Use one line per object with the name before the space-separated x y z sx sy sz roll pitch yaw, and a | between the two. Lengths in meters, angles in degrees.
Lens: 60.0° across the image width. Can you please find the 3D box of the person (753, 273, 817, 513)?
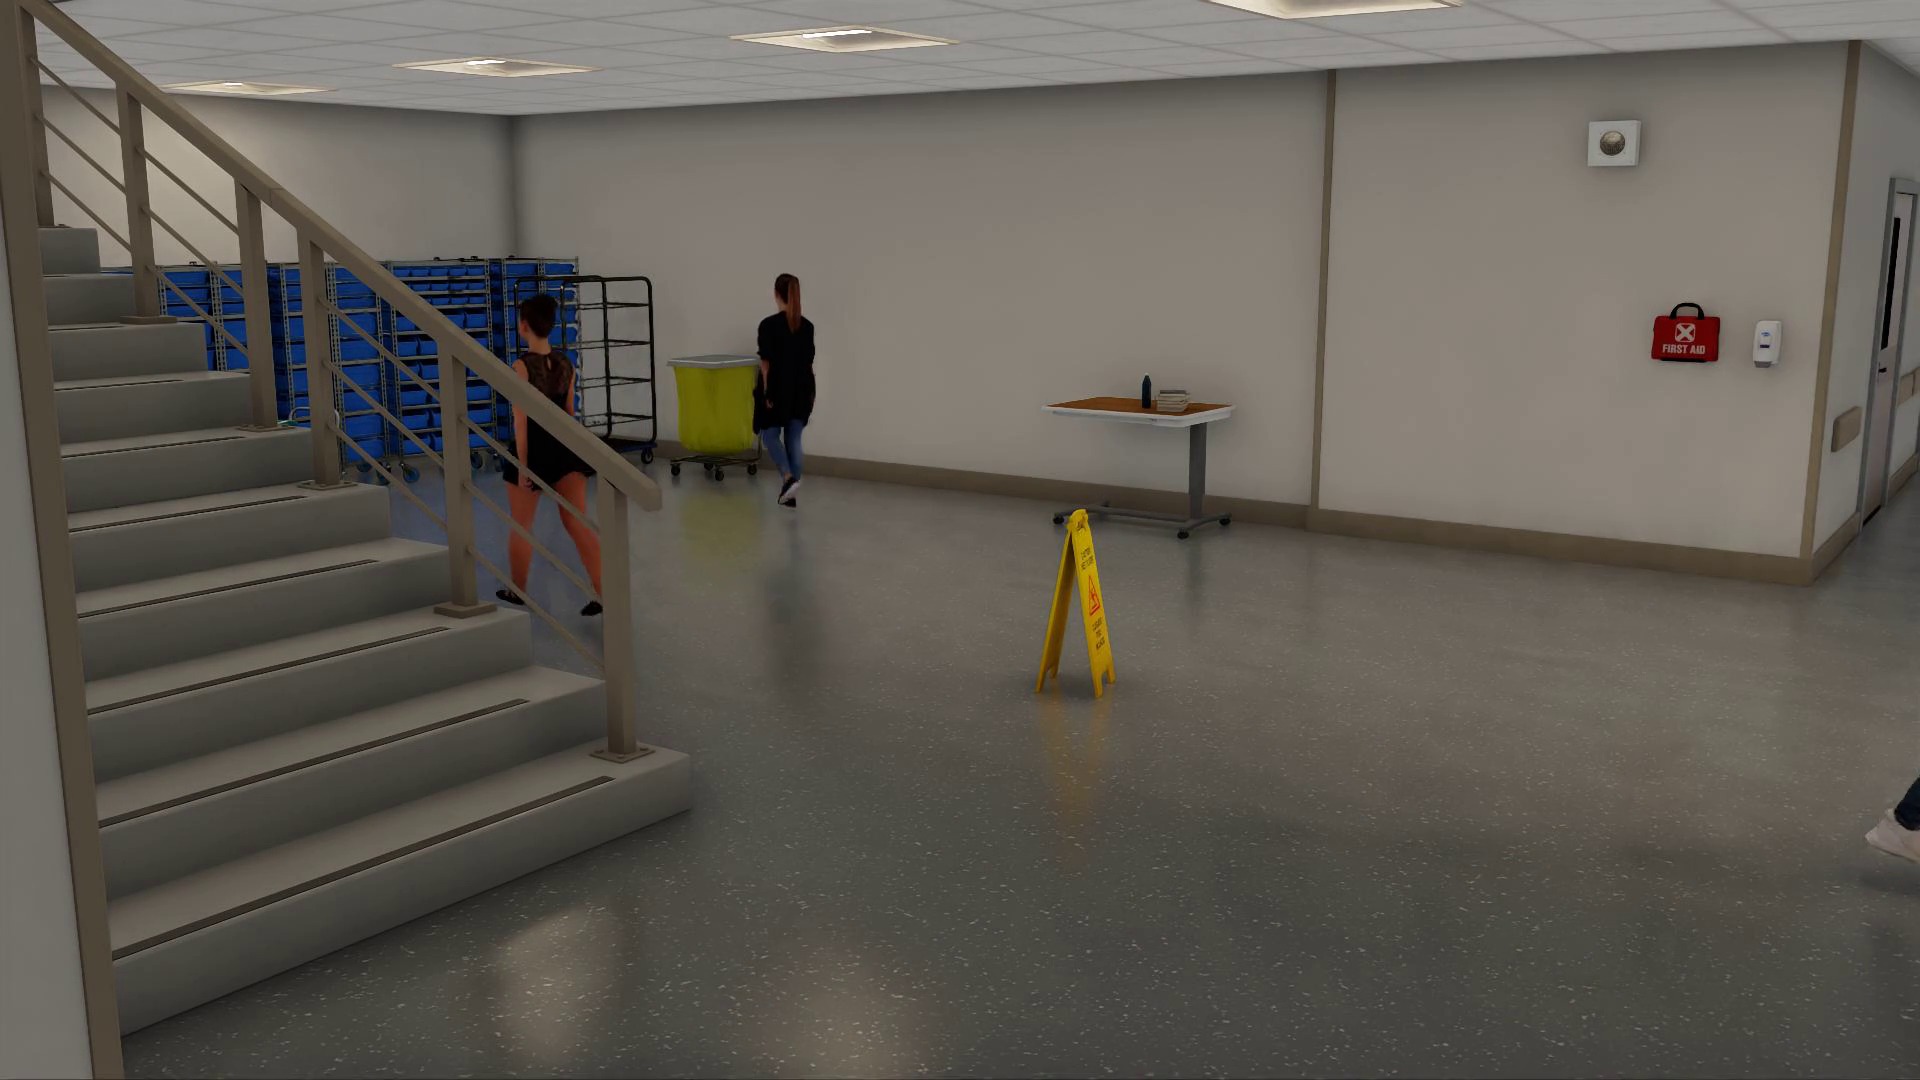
person | -1.175 -1.013 11.653 0.791 1.672 0.874 -6 12 -29

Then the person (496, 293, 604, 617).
person | -2.039 -0.384 8.444 1.137 1.633 0.649 9 14 40
